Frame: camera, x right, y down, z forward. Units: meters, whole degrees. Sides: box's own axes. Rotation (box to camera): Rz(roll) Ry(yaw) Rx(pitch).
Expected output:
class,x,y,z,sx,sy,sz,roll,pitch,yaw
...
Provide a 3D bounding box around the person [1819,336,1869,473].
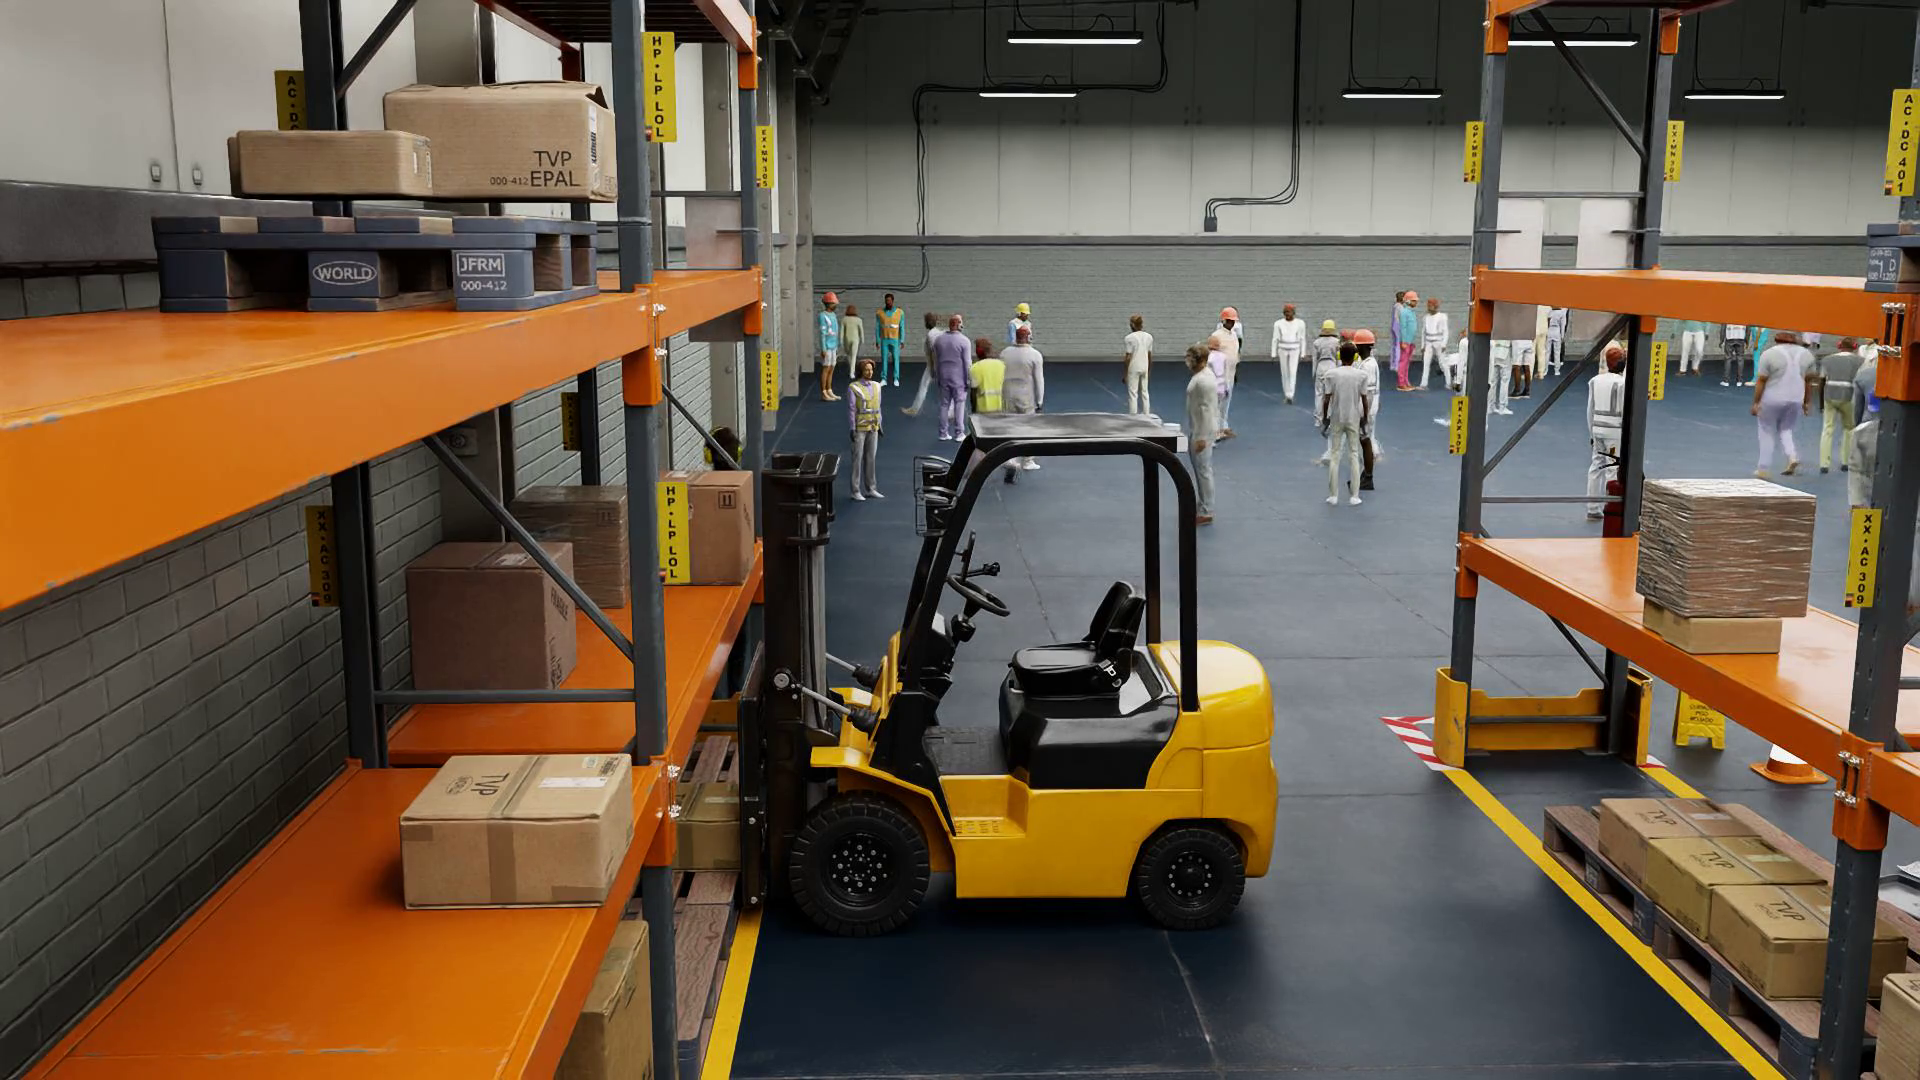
class,x,y,z,sx,sy,sz,roll,pitch,yaw
person,11.452,-1.776,21.597,0.607,1.797,0.847,10,14,44

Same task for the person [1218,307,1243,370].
class,x,y,z,sx,sy,sz,roll,pitch,yaw
person,5.439,-3.876,33.654,0.559,1.681,0.532,5,11,27

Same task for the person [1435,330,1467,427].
class,x,y,z,sx,sy,sz,roll,pitch,yaw
person,8.066,-2.570,26.645,0.866,1.573,0.512,7,12,33

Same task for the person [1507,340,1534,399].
class,x,y,z,sx,sy,sz,roll,pitch,yaw
person,10.716,-3.677,31.772,0.600,1.959,0.375,-5,11,-26

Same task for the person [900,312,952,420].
class,x,y,z,sx,sy,sz,roll,pitch,yaw
person,-0.542,-2.908,27.916,0.943,1.797,0.542,4,11,21

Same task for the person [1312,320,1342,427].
class,x,y,z,sx,sy,sz,roll,pitch,yaw
person,5.958,-2.703,27.011,0.482,1.728,0.378,5,11,24

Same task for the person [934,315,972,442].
class,x,y,z,sx,sy,sz,roll,pitch,yaw
person,-0.073,-2.420,24.952,0.645,1.900,0.399,7,12,33

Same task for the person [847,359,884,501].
class,x,y,z,sx,sy,sz,roll,pitch,yaw
person,-1.101,-1.279,19.302,0.308,1.641,0.517,9,14,41

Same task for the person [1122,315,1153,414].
class,x,y,z,sx,sy,sz,roll,pitch,yaw
person,2.803,-2.643,26.348,0.505,1.841,0.346,-5,11,-27

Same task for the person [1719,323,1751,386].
class,x,y,z,sx,sy,sz,roll,pitch,yaw
person,16.116,-4.160,34.592,0.588,1.914,0.392,2,10,14

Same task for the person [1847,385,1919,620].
class,x,y,z,sx,sy,sz,roll,pitch,yaw
person,7.314,-0.296,13.085,0.526,1.906,0.634,-9,14,-41

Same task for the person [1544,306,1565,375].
class,x,y,z,sx,sy,sz,roll,pitch,yaw
person,13.337,-4.583,37.420,0.494,1.743,0.303,4,11,19

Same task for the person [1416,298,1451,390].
class,x,y,z,sx,sy,sz,roll,pitch,yaw
person,9.635,-3.953,33.617,0.805,1.865,0.608,-8,13,-37

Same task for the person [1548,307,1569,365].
class,x,y,z,sx,sy,sz,roll,pitch,yaw
person,14.527,-5.206,40.402,0.596,1.918,0.380,-5,11,-25

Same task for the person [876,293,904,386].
class,x,y,z,sx,sy,sz,roll,pitch,yaw
person,-1.454,-4.163,34.594,0.596,1.917,0.374,2,10,9

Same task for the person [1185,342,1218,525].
class,x,y,z,sx,sy,sz,roll,pitch,yaw
person,2.548,-1.124,17.610,0.356,1.936,0.635,0,10,2

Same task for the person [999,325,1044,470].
class,x,y,z,sx,sy,sz,roll,pitch,yaw
person,0.827,-1.867,21.878,0.636,1.900,0.402,6,12,30

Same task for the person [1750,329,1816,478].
class,x,y,z,sx,sy,sz,roll,pitch,yaw
person,10.338,-1.785,21.001,0.717,2.000,0.541,-1,10,-8

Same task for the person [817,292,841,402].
class,x,y,z,sx,sy,sz,roll,pitch,yaw
person,-2.428,-3.615,31.198,0.386,2.039,0.616,4,11,19

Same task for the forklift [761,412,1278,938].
class,x,y,z,sx,sy,sz,roll,pitch,yaw
forklift,0.291,0.548,7.580,2.313,2.155,1.214,0,10,-2

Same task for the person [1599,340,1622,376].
class,x,y,z,sx,sy,sz,roll,pitch,yaw
person,9.494,-2.296,24.197,0.389,1.923,0.549,5,12,28

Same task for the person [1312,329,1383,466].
class,x,y,z,sx,sy,sz,roll,pitch,yaw
person,5.225,-1.885,22.131,0.940,1.842,0.556,1,10,7

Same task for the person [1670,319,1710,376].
class,x,y,z,sx,sy,sz,roll,pitch,yaw
person,16.322,-4.622,37.173,0.797,1.923,0.416,4,11,20

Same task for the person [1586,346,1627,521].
class,x,y,z,sx,sy,sz,roll,pitch,yaw
person,6.902,-1.106,17.650,0.354,1.887,0.573,-4,11,-22

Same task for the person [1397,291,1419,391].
class,x,y,z,sx,sy,sz,roll,pitch,yaw
person,9.035,-4.010,33.524,0.379,1.996,0.609,6,12,32

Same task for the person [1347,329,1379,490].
class,x,y,z,sx,sy,sz,roll,pitch,yaw
person,4.864,-1.573,20.109,0.375,1.935,0.551,2,10,12

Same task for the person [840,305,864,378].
class,x,y,z,sx,sy,sz,roll,pitch,yaw
person,-2.395,-4.386,36.771,0.517,1.584,0.894,1,10,7

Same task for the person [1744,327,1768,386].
class,x,y,z,sx,sy,sz,roll,pitch,yaw
person,16.580,-4.113,34.558,0.359,1.835,0.512,6,12,29

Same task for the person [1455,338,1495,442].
class,x,y,z,sx,sy,sz,roll,pitch,yaw
person,7.662,-2.374,24.758,0.581,1.879,0.344,-3,11,-15

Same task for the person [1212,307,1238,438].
class,x,y,z,sx,sy,sz,roll,pitch,yaw
person,4.065,-2.558,25.446,0.396,1.990,0.621,8,13,39

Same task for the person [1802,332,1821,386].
class,x,y,z,sx,sy,sz,roll,pitch,yaw
person,17.649,-4.138,34.427,0.585,1.929,0.377,-9,14,-41

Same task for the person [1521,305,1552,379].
class,x,y,z,sx,sy,sz,roll,pitch,yaw
person,12.512,-4.528,36.288,0.688,2.000,0.536,-4,11,-24

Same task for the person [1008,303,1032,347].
class,x,y,z,sx,sy,sz,roll,pitch,yaw
person,1.175,-3.600,31.710,0.404,1.828,0.587,8,13,37

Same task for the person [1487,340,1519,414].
class,x,y,z,sx,sy,sz,roll,pitch,yaw
person,9.414,-3.131,28.890,0.392,1.910,0.584,-8,13,-38

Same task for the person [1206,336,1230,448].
class,x,y,z,sx,sy,sz,roll,pitch,yaw
person,3.661,-2.156,24.215,0.615,1.618,0.384,-6,12,-32

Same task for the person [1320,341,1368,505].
class,x,y,z,sx,sy,sz,roll,pitch,yaw
person,4.378,-1.325,18.923,0.535,1.868,0.309,2,10,11

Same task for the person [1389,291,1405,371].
class,x,y,z,sx,sy,sz,roll,pitch,yaw
person,10.138,-4.813,38.420,0.346,1.846,0.506,-2,10,-10

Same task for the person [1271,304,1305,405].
class,x,y,z,sx,sy,sz,roll,pitch,yaw
person,6.025,-3.408,30.599,0.595,1.831,1.018,3,11,16

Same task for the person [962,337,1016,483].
class,x,y,z,sx,sy,sz,roll,pitch,yaw
person,0.360,-1.618,20.715,0.570,1.814,0.851,-6,12,-32
